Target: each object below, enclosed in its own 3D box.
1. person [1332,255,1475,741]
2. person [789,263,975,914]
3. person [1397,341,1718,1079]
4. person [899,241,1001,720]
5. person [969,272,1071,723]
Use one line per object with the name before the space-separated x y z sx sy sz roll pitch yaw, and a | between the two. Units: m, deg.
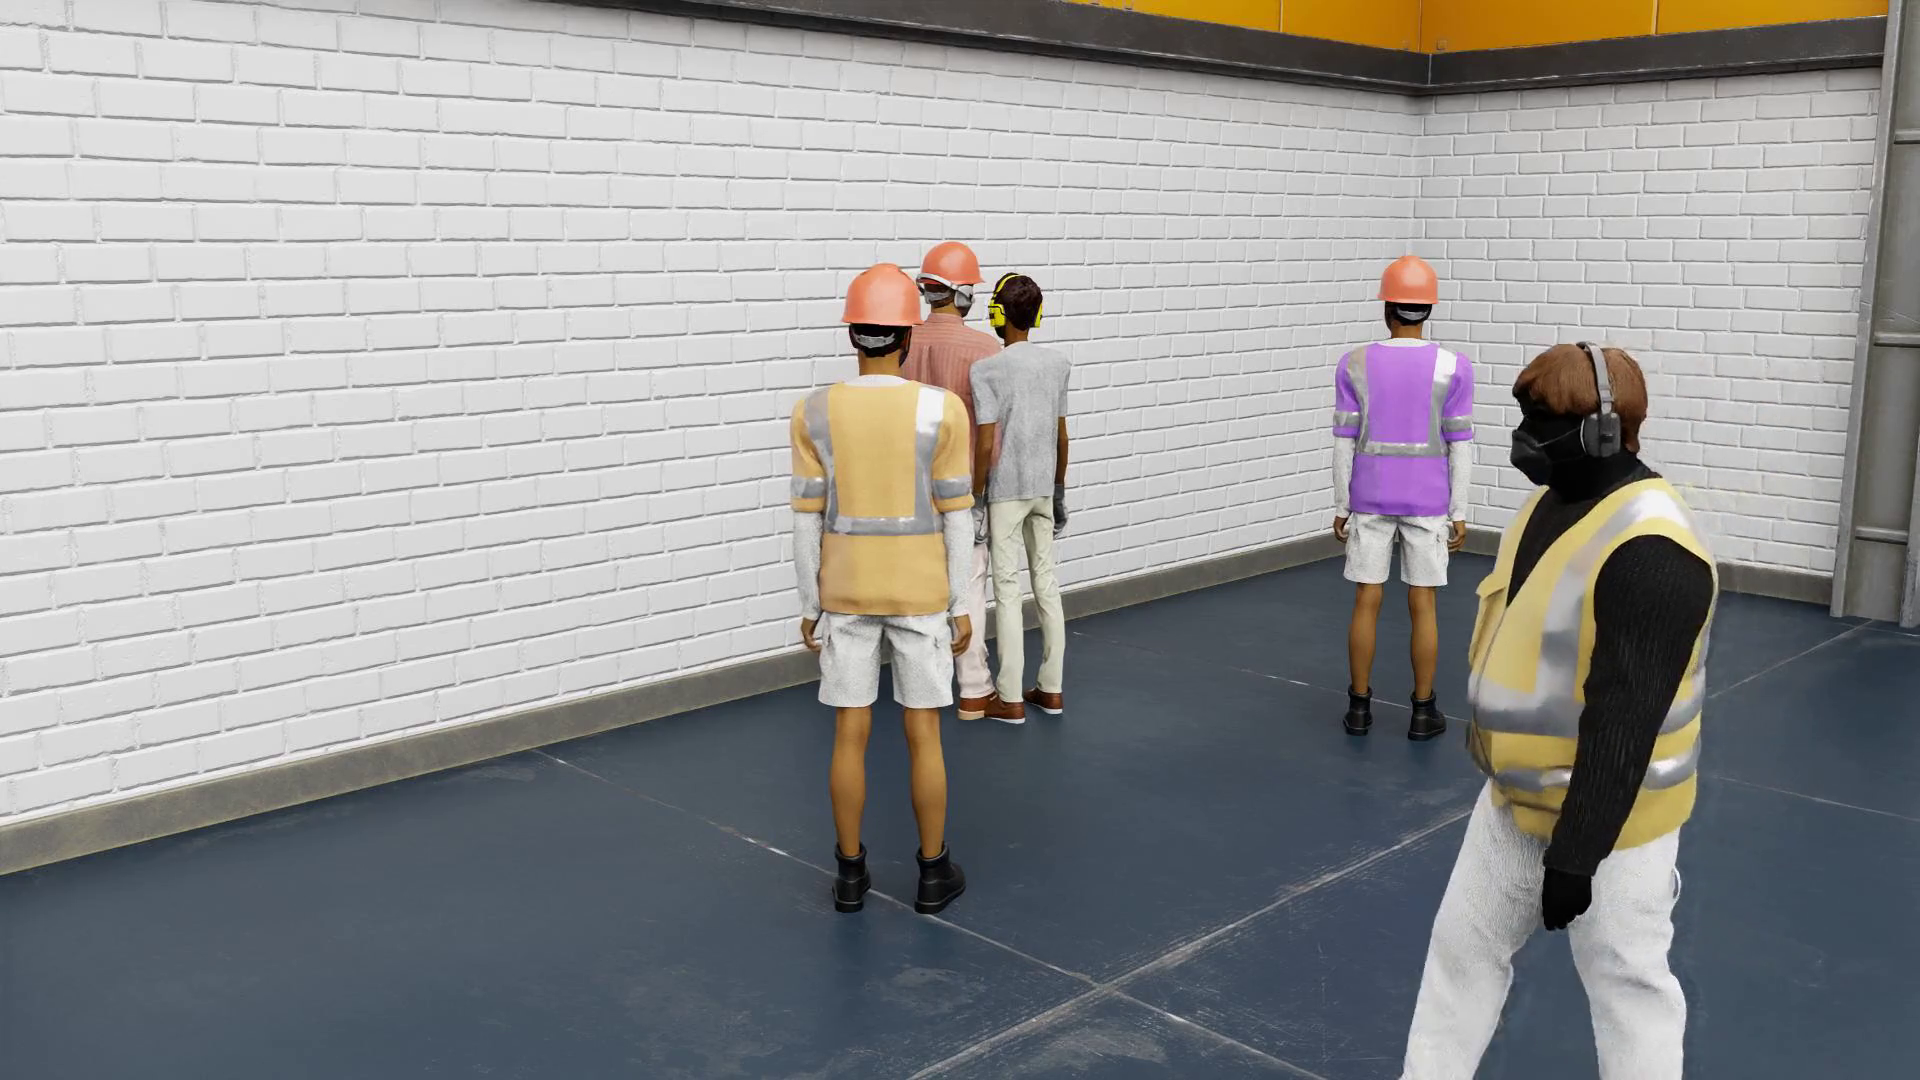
person | 1.767 -0.158 6.674 0.549 1.942 0.344 4 11 21
person | -0.223 0.163 4.964 0.542 1.927 0.380 1 10 7
person | 1.092 0.523 3.306 0.833 1.811 0.661 0 10 -3
person | -0.045 -0.244 6.997 0.609 1.996 0.383 7 12 33
person | 0.231 -0.169 6.929 0.515 1.872 0.333 -7 13 -34
